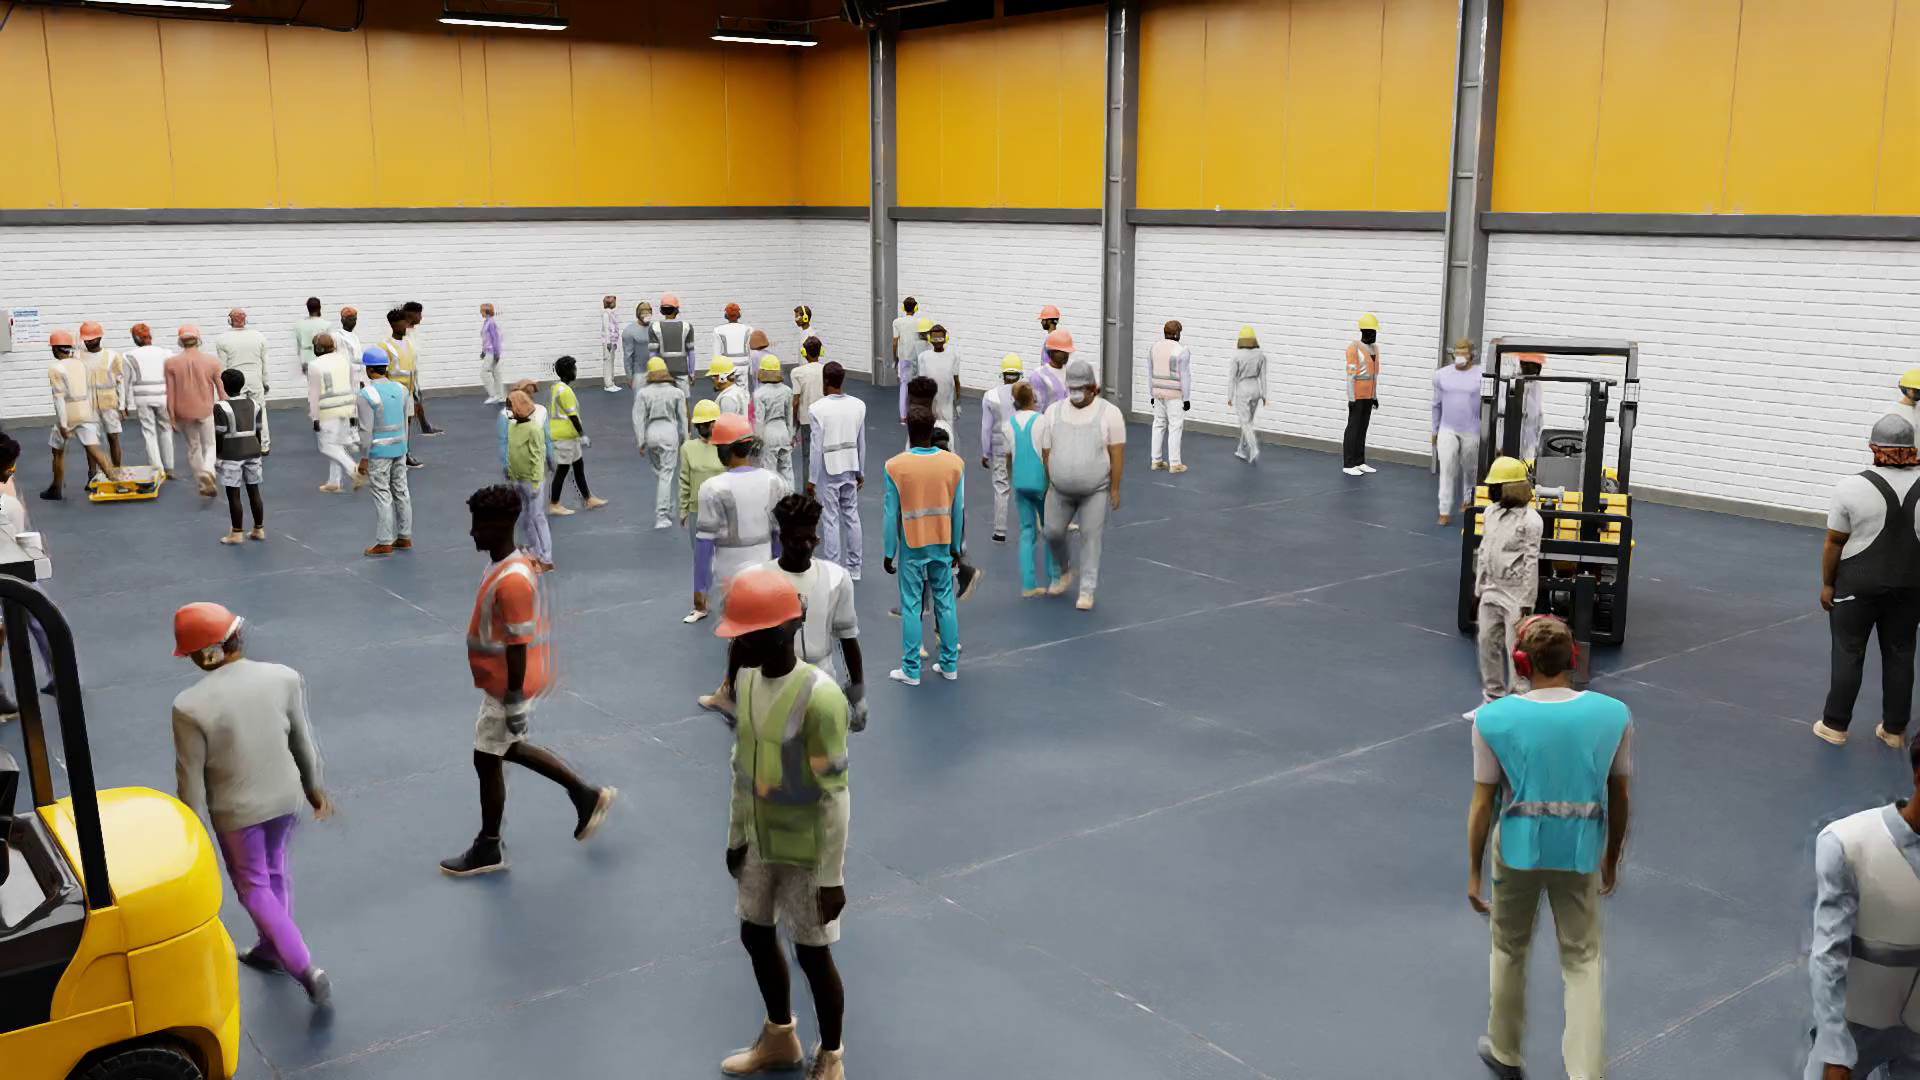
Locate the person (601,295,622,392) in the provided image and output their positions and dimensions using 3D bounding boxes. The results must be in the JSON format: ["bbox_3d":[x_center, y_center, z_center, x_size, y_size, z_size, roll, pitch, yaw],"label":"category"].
[{"bbox_3d":[-5.976,-3.360,28.430,0.313,1.642,0.513,0,12,1],"label":"person"}]

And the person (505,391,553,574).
[{"bbox_3d":[-3.834,-0.514,14.735,0.496,1.623,0.298,11,16,44],"label":"person"}]

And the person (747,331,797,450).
[{"bbox_3d":[-2.531,-1.936,21.675,0.866,1.584,0.501,5,13,24],"label":"person"}]

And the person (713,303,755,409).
[{"bbox_3d":[-3.070,-2.286,22.656,0.584,1.883,0.346,-4,12,-18],"label":"person"}]

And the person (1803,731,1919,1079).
[{"bbox_3d":[2.741,1.407,4.891,0.593,1.870,1.015,0,12,2],"label":"person"}]

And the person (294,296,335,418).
[{"bbox_3d":[-9.195,-2.518,23.740,0.611,1.900,0.584,2,12,11],"label":"person"}]

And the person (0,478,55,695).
[{"bbox_3d":[-6.382,0.183,10.954,0.974,1.780,0.680,0,12,2],"label":"person"}]

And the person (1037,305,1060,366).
[{"bbox_3d":[1.159,-2.044,21.357,0.373,1.934,0.552,3,12,15],"label":"person"}]

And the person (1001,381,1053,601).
[{"bbox_3d":[0.630,-0.421,13.872,0.599,1.788,0.718,5,13,23],"label":"person"}]

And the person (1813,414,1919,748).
[{"bbox_3d":[5.568,0.235,10.102,0.686,2.000,0.535,2,12,9],"label":"person"}]

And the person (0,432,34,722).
[{"bbox_3d":[-5.973,0.277,10.225,0.697,1.909,0.709,6,13,26],"label":"person"}]

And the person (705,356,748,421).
[{"bbox_3d":[-2.216,-0.848,15.872,0.403,1.821,0.602,0,12,-2],"label":"person"}]

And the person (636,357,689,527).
[{"bbox_3d":[-3.017,-1.008,16.946,0.492,1.682,0.873,1,12,4],"label":"person"}]

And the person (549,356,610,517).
[{"bbox_3d":[-4.004,-1.081,17.347,0.683,1.670,0.552,-4,12,-18],"label":"person"}]

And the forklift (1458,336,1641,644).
[{"bbox_3d":[4.683,-0.471,13.136,1.214,2.155,2.313,4,12,20],"label":"forklift"}]

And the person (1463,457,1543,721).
[{"bbox_3d":[3.384,0.339,10.349,0.335,1.734,0.489,-5,13,-24],"label":"person"}]

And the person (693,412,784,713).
[{"bbox_3d":[-1.320,0.209,10.356,1.029,2.003,0.617,11,16,43],"label":"person"}]

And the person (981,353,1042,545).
[{"bbox_3d":[0.491,-0.864,15.912,0.593,1.832,0.403,-2,12,-7],"label":"person"}]

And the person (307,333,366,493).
[{"bbox_3d":[-6.926,-1.393,18.540,0.689,1.814,0.643,5,13,24],"label":"person"}]

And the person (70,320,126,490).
[{"bbox_3d":[-9.763,-1.526,18.877,0.547,1.929,0.385,-4,12,-20],"label":"person"}]

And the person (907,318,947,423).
[{"bbox_3d":[-0.416,-2.014,21.654,0.596,1.753,0.394,7,14,30],"label":"person"}]

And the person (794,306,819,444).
[{"bbox_3d":[-2.074,-2.227,22.450,0.341,1.857,0.524,-4,12,-20],"label":"person"}]

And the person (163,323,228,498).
[{"bbox_3d":[-8.317,-1.380,18.139,0.634,1.953,0.818,-4,12,-17],"label":"person"}]

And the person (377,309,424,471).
[{"bbox_3d":[-6.808,-1.824,20.225,0.374,1.966,0.608,4,12,20],"label":"person"}]

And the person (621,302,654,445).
[{"bbox_3d":[-4.209,-2.221,22.250,0.636,1.929,0.385,-11,16,-42],"label":"person"}]

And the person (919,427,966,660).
[{"bbox_3d":[-0.194,0.014,12.027,0.538,1.692,0.319,-7,14,-31],"label":"person"}]

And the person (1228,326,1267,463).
[{"bbox_3d":[3.635,-1.833,20.913,0.490,1.705,0.843,-3,12,-16],"label":"person"}]

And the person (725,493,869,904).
[{"bbox_3d":[-0.739,0.746,7.856,0.652,1.939,0.721,-6,13,-26],"label":"person"}]

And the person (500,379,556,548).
[{"bbox_3d":[-4.099,-0.720,15.723,0.400,1.625,0.520,9,15,38],"label":"person"}]

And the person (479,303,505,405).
[{"bbox_3d":[-7.551,-2.977,26.622,0.505,1.622,0.506,-4,12,-18],"label":"person"}]

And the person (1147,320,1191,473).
[{"bbox_3d":[2.553,-1.741,20.153,0.429,1.837,0.628,-10,15,-40],"label":"person"}]

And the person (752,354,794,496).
[{"bbox_3d":[-1.894,-0.997,16.772,0.297,1.745,0.484,11,16,43],"label":"person"}]

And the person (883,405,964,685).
[{"bbox_3d":[-0.240,0.040,11.381,0.586,1.910,0.395,-6,13,-26],"label":"person"}]

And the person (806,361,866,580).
[{"bbox_3d":[-1.054,-0.577,14.318,0.597,1.917,0.375,-11,16,-42],"label":"person"}]

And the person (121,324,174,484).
[{"bbox_3d":[-9.480,-1.608,19.480,0.591,1.839,0.872,-8,14,-35],"label":"person"}]

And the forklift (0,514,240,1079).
[{"bbox_3d":[-3.687,1.115,5.480,2.313,2.155,1.214,-9,15,-36],"label":"forklift"}]

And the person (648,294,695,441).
[{"bbox_3d":[-3.800,-2.215,21.937,0.610,2.040,0.394,-4,12,-17],"label":"person"}]

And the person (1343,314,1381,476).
[{"bbox_3d":[4.833,-1.744,19.933,0.584,1.928,0.373,-11,16,-43],"label":"person"}]

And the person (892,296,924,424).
[{"bbox_3d":[-0.732,-2.616,24.311,0.534,1.859,0.309,1,12,4],"label":"person"}]

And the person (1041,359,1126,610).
[{"bbox_3d":[0.974,-0.469,13.501,0.706,2.000,0.538,4,12,17],"label":"person"}]

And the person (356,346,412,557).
[{"bbox_3d":[-5.342,-0.819,15.414,0.391,1.948,0.605,5,13,22],"label":"person"}]

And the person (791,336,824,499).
[{"bbox_3d":[-1.535,-1.221,17.565,0.507,1.865,0.329,-4,12,-18],"label":"person"}]

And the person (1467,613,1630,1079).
[{"bbox_3d":[2.149,1.184,6.074,0.586,1.820,0.659,1,12,4],"label":"person"}]

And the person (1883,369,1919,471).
[{"bbox_3d":[8.641,-0.688,15.232,0.533,1.766,0.331,-4,13,-21],"label":"person"}]

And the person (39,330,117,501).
[{"bbox_3d":[-9.645,-1.347,18.144,1.016,1.887,0.546,4,12,18],"label":"person"}]

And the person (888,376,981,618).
[{"bbox_3d":[-0.209,-0.347,13.168,0.709,1.937,0.623,-3,12,-16],"label":"person"}]

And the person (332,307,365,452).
[{"bbox_3d":[-7.975,-2.102,21.764,0.354,1.886,0.572,1,12,3],"label":"person"}]

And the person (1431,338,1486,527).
[{"bbox_3d":[5.153,-1.134,17.067,0.642,1.903,0.990,6,13,26],"label":"person"}]

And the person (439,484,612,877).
[{"bbox_3d":[-2.179,0.673,8.212,0.804,1.943,0.613,-4,12,-17],"label":"person"}]

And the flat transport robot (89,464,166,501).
[{"bbox_3d":[-9.353,-0.656,18.696,0.652,0.197,1.431,-4,13,-21],"label":"flat transport robot"}]

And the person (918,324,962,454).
[{"bbox_3d":[-0.233,-1.573,19.281,0.510,1.861,0.324,0,12,-1],"label":"person"}]

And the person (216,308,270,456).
[{"bbox_3d":[-9.142,-2.002,21.224,0.638,1.911,0.406,-9,15,-38],"label":"person"}]

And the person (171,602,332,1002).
[{"bbox_3d":[-2.876,1.080,6.855,0.764,1.706,0.636,8,14,34],"label":"person"}]

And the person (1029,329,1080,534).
[{"bbox_3d":[0.957,-1.053,16.355,0.611,2.032,0.411,-11,16,-42],"label":"person"}]

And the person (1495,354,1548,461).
[{"bbox_3d":[5.561,-0.951,16.167,0.575,1.894,0.964,-11,16,-44],"label":"person"}]

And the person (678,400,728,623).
[{"bbox_3d":[-1.937,-0.212,12.927,0.533,1.767,0.312,3,12,13],"label":"person"}]

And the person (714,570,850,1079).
[{"bbox_3d":[-0.656,1.096,6.014,0.451,2.027,0.691,-11,16,-42],"label":"person"}]

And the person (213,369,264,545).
[{"bbox_3d":[-6.912,-0.802,15.973,0.321,1.686,0.536,6,13,26],"label":"person"}]
